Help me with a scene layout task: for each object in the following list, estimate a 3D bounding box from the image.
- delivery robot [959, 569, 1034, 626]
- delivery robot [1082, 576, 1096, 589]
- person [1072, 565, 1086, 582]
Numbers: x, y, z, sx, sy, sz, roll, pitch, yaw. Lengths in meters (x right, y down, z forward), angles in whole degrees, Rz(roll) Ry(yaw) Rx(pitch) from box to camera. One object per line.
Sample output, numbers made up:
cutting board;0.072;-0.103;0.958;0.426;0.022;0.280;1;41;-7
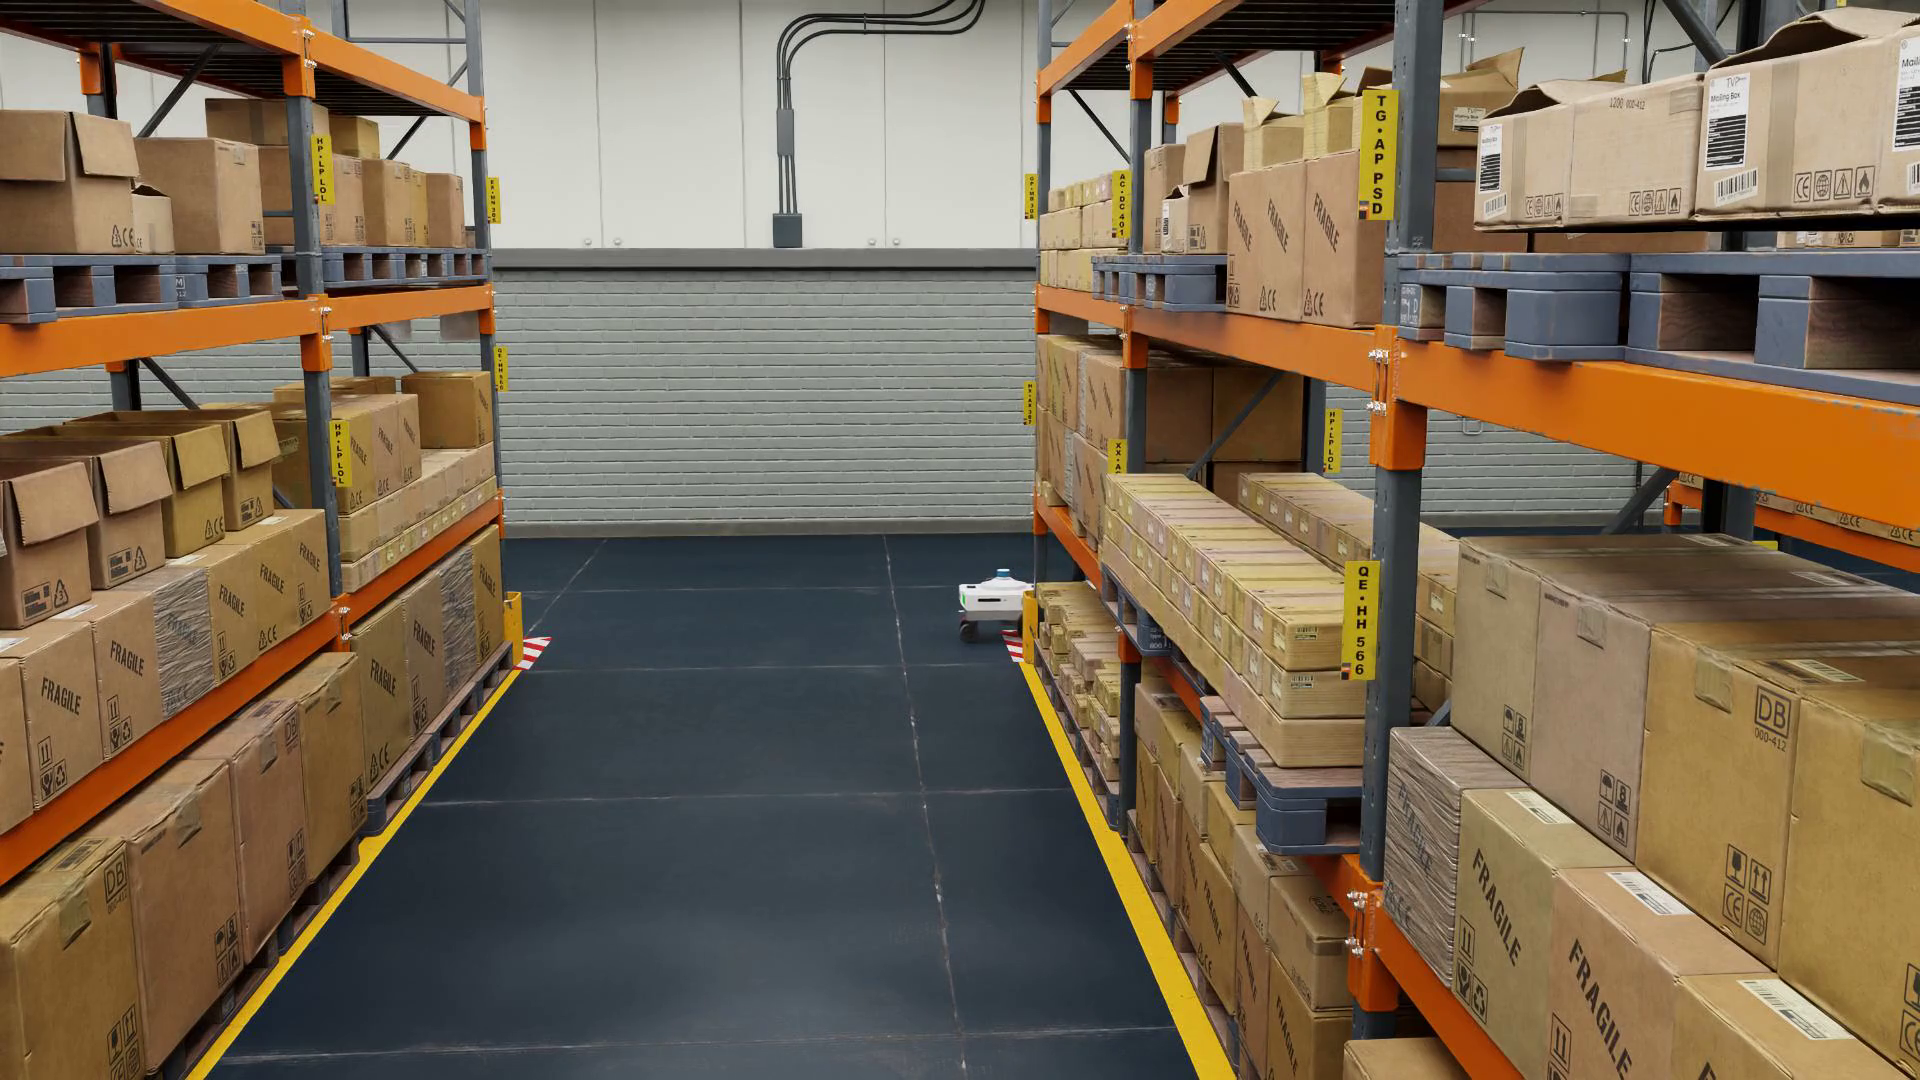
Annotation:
delivery robot;0.345;0.474;13.248;0.707;0.478;0.477;0;10;-3
delivery robot;1.041;0.496;13.118;0.707;0.478;0.477;-6;11;-30
person;1.350;-0.458;14.948;0.969;1.957;0.621;-5;11;-27
